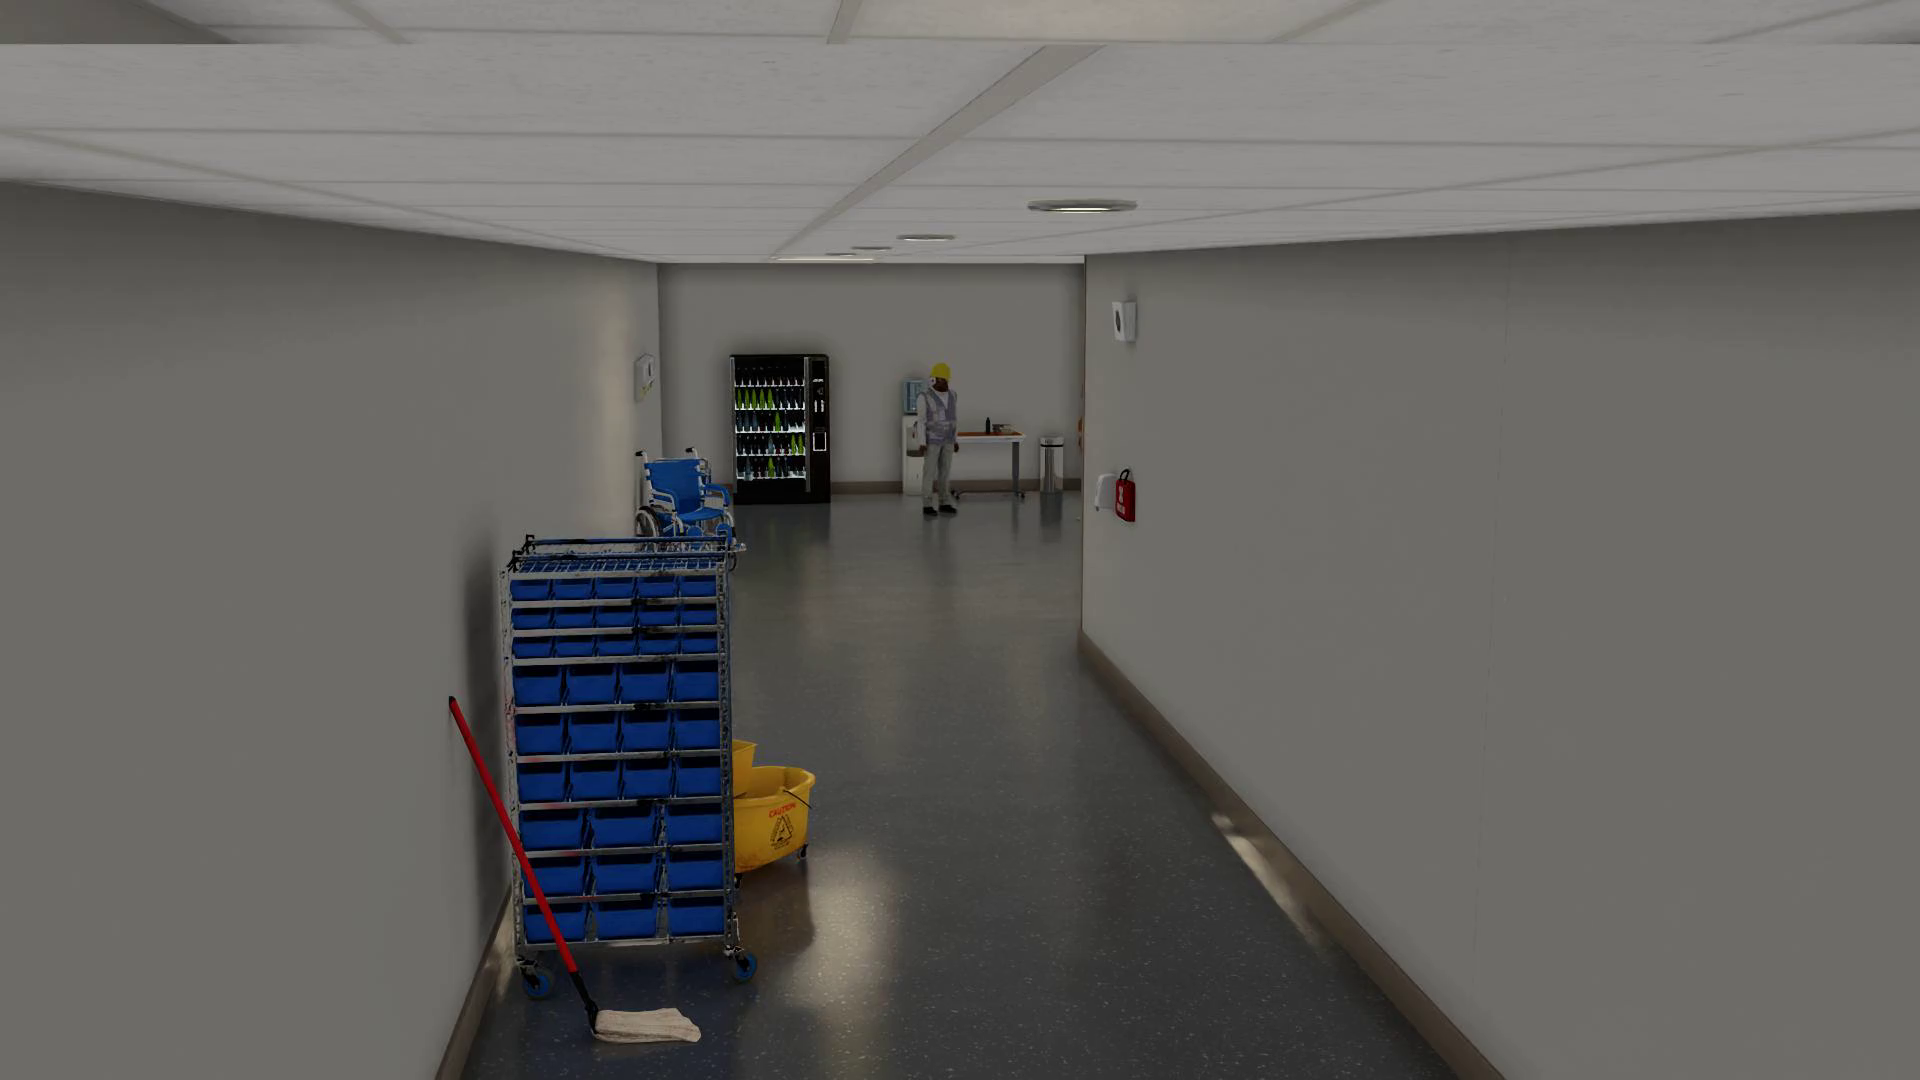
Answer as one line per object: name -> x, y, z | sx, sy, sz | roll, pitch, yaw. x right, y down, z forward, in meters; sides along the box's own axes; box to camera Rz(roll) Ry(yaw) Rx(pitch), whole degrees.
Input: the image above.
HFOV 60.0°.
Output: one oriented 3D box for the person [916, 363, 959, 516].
person -> -0.245, -1.206, 19.908 | 0.600, 1.827, 0.404 | -8, 12, -40
